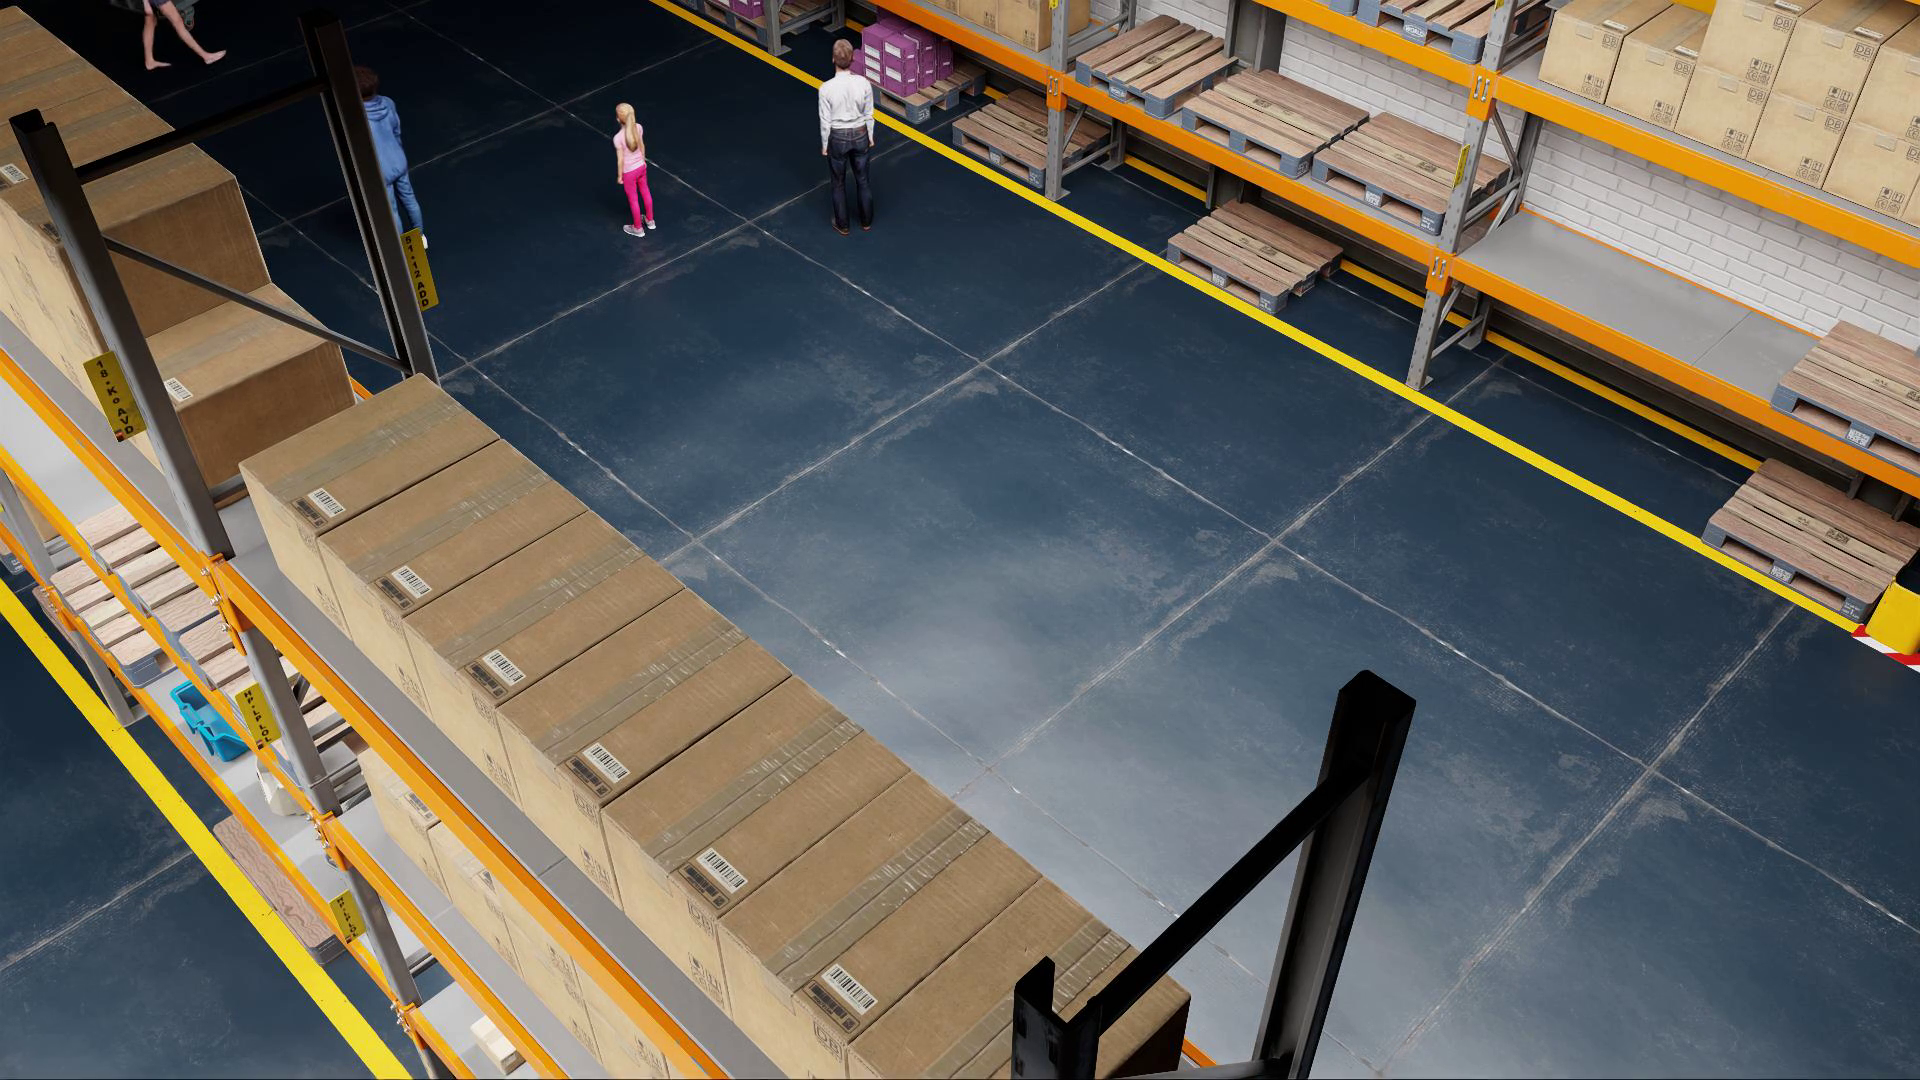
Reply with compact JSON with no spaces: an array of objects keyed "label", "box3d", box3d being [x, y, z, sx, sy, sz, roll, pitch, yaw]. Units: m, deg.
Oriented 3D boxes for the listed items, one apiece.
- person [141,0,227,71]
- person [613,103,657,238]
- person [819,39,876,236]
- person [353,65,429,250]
[{"label":"person","box3d":[-8.243,-5.516,16.739,0.873,1.730,1.040,-19,47,-19]},{"label":"person","box3d":[-2.896,-3.300,14.746,0.534,1.271,0.505,28,50,26]},{"label":"person","box3d":[-0.987,-3.529,14.588,0.734,1.820,0.729,-12,45,-12]},{"label":"person","box3d":[-4.949,-3.236,14.293,0.645,1.803,0.720,23,48,22]}]
